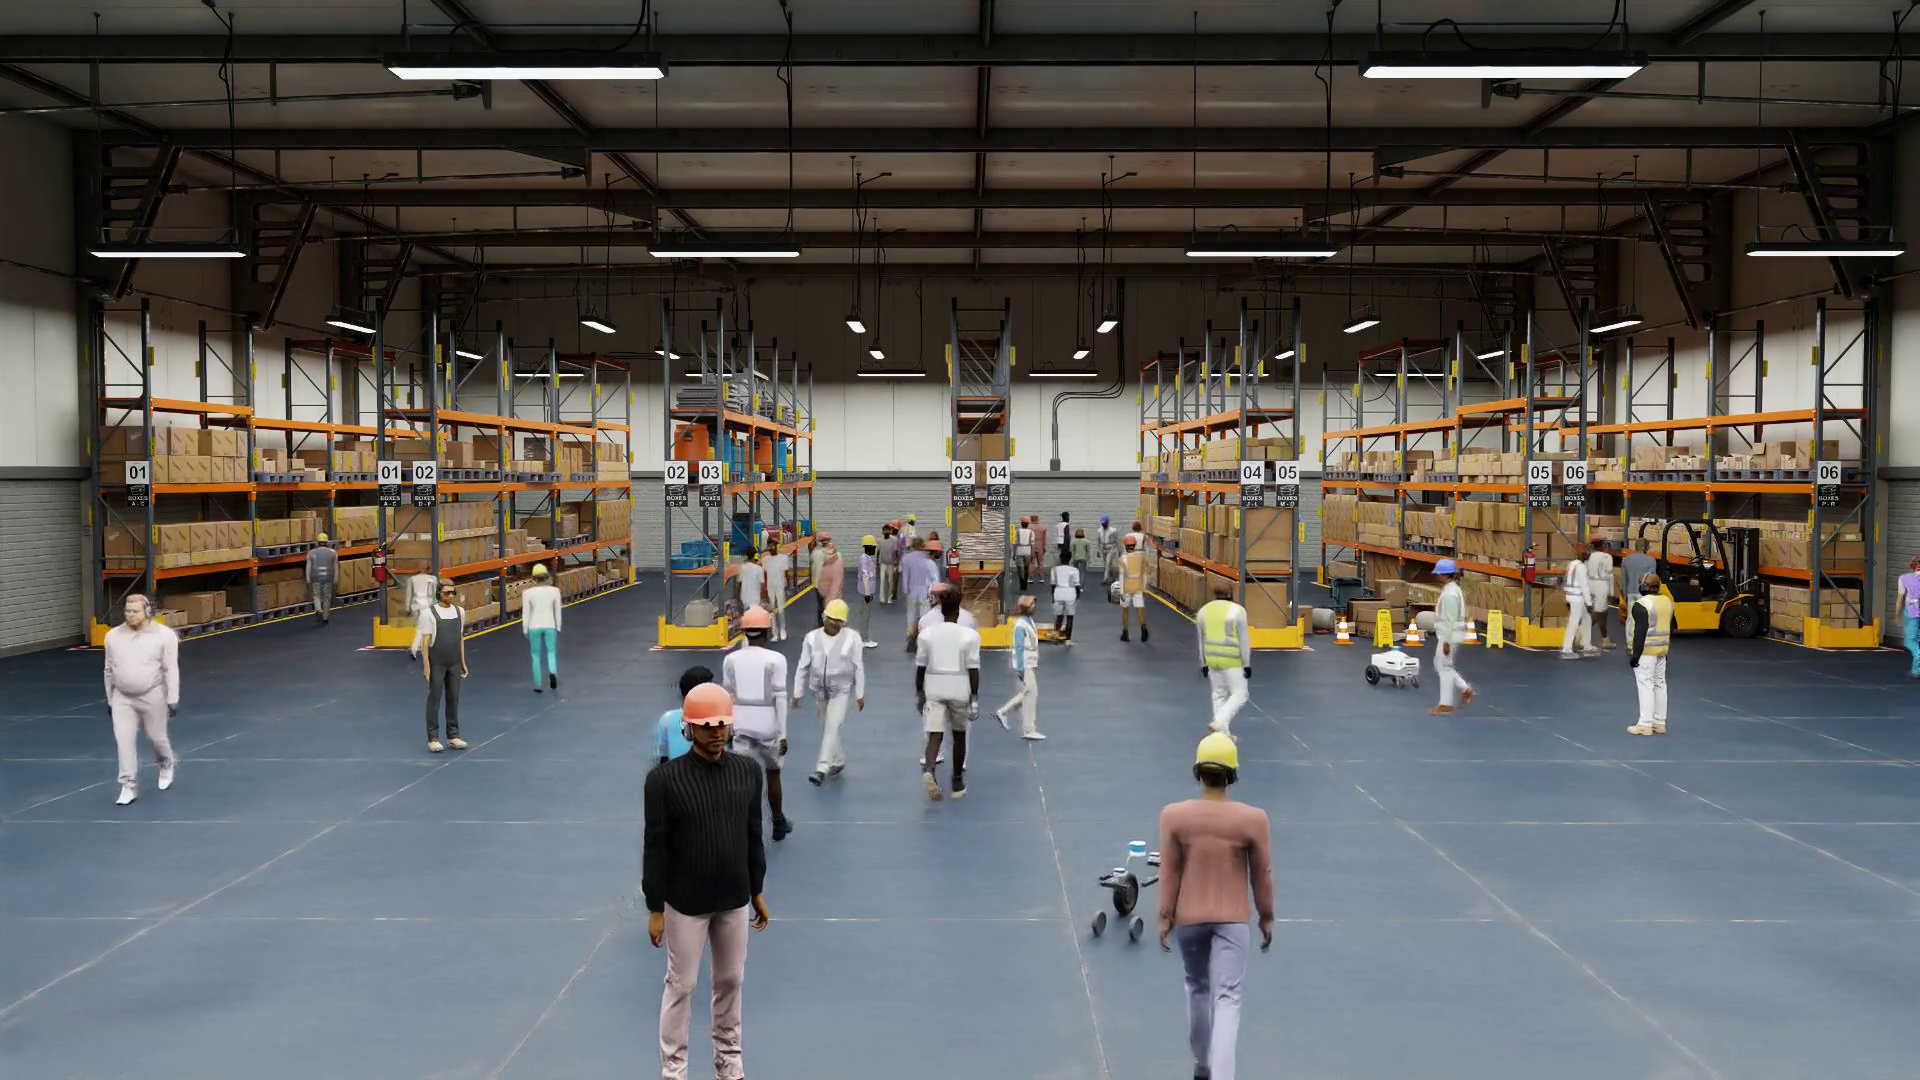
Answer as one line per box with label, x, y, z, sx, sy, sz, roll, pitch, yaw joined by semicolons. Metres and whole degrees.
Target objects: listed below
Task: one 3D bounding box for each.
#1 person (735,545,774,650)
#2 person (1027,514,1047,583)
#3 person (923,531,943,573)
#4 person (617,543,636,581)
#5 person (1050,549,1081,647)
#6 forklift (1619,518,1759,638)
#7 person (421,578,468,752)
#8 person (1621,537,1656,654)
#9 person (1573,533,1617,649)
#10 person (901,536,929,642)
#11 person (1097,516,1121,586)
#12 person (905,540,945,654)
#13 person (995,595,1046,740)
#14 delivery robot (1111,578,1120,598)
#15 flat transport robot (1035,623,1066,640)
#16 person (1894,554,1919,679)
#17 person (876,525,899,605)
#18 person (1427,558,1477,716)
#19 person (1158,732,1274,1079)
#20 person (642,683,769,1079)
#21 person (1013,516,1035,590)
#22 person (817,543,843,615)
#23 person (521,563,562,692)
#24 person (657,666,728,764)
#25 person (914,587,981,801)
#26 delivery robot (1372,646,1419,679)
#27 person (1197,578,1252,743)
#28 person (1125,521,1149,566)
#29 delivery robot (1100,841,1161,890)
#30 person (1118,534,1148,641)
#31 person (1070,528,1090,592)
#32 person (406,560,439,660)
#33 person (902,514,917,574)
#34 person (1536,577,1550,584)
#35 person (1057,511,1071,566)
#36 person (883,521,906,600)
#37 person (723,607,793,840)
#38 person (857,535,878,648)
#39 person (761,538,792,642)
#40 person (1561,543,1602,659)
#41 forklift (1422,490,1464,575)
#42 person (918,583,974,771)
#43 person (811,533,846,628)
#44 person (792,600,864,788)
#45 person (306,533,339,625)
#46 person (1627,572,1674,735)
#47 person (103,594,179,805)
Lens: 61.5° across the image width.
person;-3.216;1.005;25.689;0.520;1.834;0.900;2;3;40
person;2.050;0.233;44.230;0.642;1.905;0.399;0;2;-8
person;-0.646;0.599;38.636;0.506;1.613;0.337;0;2;7
person;-9.456;0.214;44.988;0.958;1.881;0.612;-1;3;-29
person;1.813;0.997;27.622;0.552;1.681;0.344;1;2;23
forklift;13.417;0.684;29.791;2.313;2.155;1.214;0;2;0
person;-5.525;1.330;17.328;0.333;1.843;0.515;2;3;40
person;11.175;0.922;26.546;0.376;1.933;0.627;-1;3;-32
person;10.731;0.872;27.349;0.950;1.988;0.617;-1;2;-20
person;-0.719;0.873;28.344;0.632;1.899;1.019;-1;2;-15
person;4.023;0.280;43.448;0.647;1.892;0.981;2;3;38
person;-0.449;0.946;26.541;0.960;1.897;0.554;0;2;-1
person;0.687;1.411;18.037;0.505;1.619;0.521;0;2;12
delivery robot;3.687;1.137;37.565;0.477;0.478;0.707;0;2;5
flat transport robot;1.576;1.653;29.257;0.652;0.197;1.431;0;2;1
person;13.824;1.107;23.258;0.581;1.821;0.715;0;2;2
person;-1.666;0.568;36.834;0.554;1.824;0.892;0;2;1
person;6.024;1.186;19.825;0.487;1.932;0.636;1;2;18
person;1.187;1.778;7.554;0.534;1.733;0.866;1;2;14
person;-1.162;1.648;7.449;0.622;1.993;0.382;-2;3;-36
person;1.646;0.332;41.464;0.563;1.923;0.650;0;2;-5
person;-2.117;0.975;25.996;0.397;1.877;0.774;-1;2;-19
person;-5.671;1.189;21.898;0.540;1.755;0.460;-1;3;-25
person;-1.744;1.675;10.648;0.535;1.685;0.380;2;3;36
person;-0.134;1.401;14.597;0.618;1.936;0.875;0;2;11
delivery robot;6.095;1.731;22.616;0.477;0.478;0.707;-1;2;-22
person;2.856;1.330;17.502;0.540;1.830;0.649;-2;3;-45
person;4.255;0.467;38.772;0.580;1.868;0.511;0;2;1
delivery robot;1.160;2.083;10.520;0.335;0.223;0.698;1;3;33
person;3.072;0.855;28.558;0.555;1.912;0.824;0;2;-12
person;3.040;0.510;40.844;0.507;1.618;0.561;0;2;3
person;-8.670;1.114;25.921;0.491;1.599;0.843;0;2;12
person;-1.381;0.129;48.110;0.826;1.797;0.631;1;3;29
person;13.136;0.626;36.458;0.320;1.737;0.483;-1;3;-26
person;3.077;0.117;47.168;0.448;1.904;0.593;-1;2;-15
person;-1.580;0.489;38.090;0.593;1.869;0.997;0;2;2
person;-1.585;1.481;12.819;0.572;1.896;0.917;1;2;13
person;-1.579;0.875;27.768;0.366;1.927;0.585;0;2;-1
person;-3.261;0.882;28.546;0.544;1.846;0.395;0;2;9
person;10.015;0.982;25.848;0.792;1.856;0.619;0;2;7
forklift;13.926;-0.371;47.846;1.873;2.768;1.129;0;2;0
person;-0.166;1.362;16.217;0.661;1.868;0.728;-1;2;-23
person;-2.376;0.826;29.154;0.635;1.911;1.020;0;2;11
person;-1.265;1.448;15.388;0.645;1.761;0.961;1;2;16
person;-12.598;0.764;31.924;0.614;1.815;0.427;-1;2;-23
person;7.852;1.289;18.417;0.633;1.841;0.429;-2;3;-34
person;-7.471;1.418;14.763;0.655;1.877;0.860;0;2;-10
